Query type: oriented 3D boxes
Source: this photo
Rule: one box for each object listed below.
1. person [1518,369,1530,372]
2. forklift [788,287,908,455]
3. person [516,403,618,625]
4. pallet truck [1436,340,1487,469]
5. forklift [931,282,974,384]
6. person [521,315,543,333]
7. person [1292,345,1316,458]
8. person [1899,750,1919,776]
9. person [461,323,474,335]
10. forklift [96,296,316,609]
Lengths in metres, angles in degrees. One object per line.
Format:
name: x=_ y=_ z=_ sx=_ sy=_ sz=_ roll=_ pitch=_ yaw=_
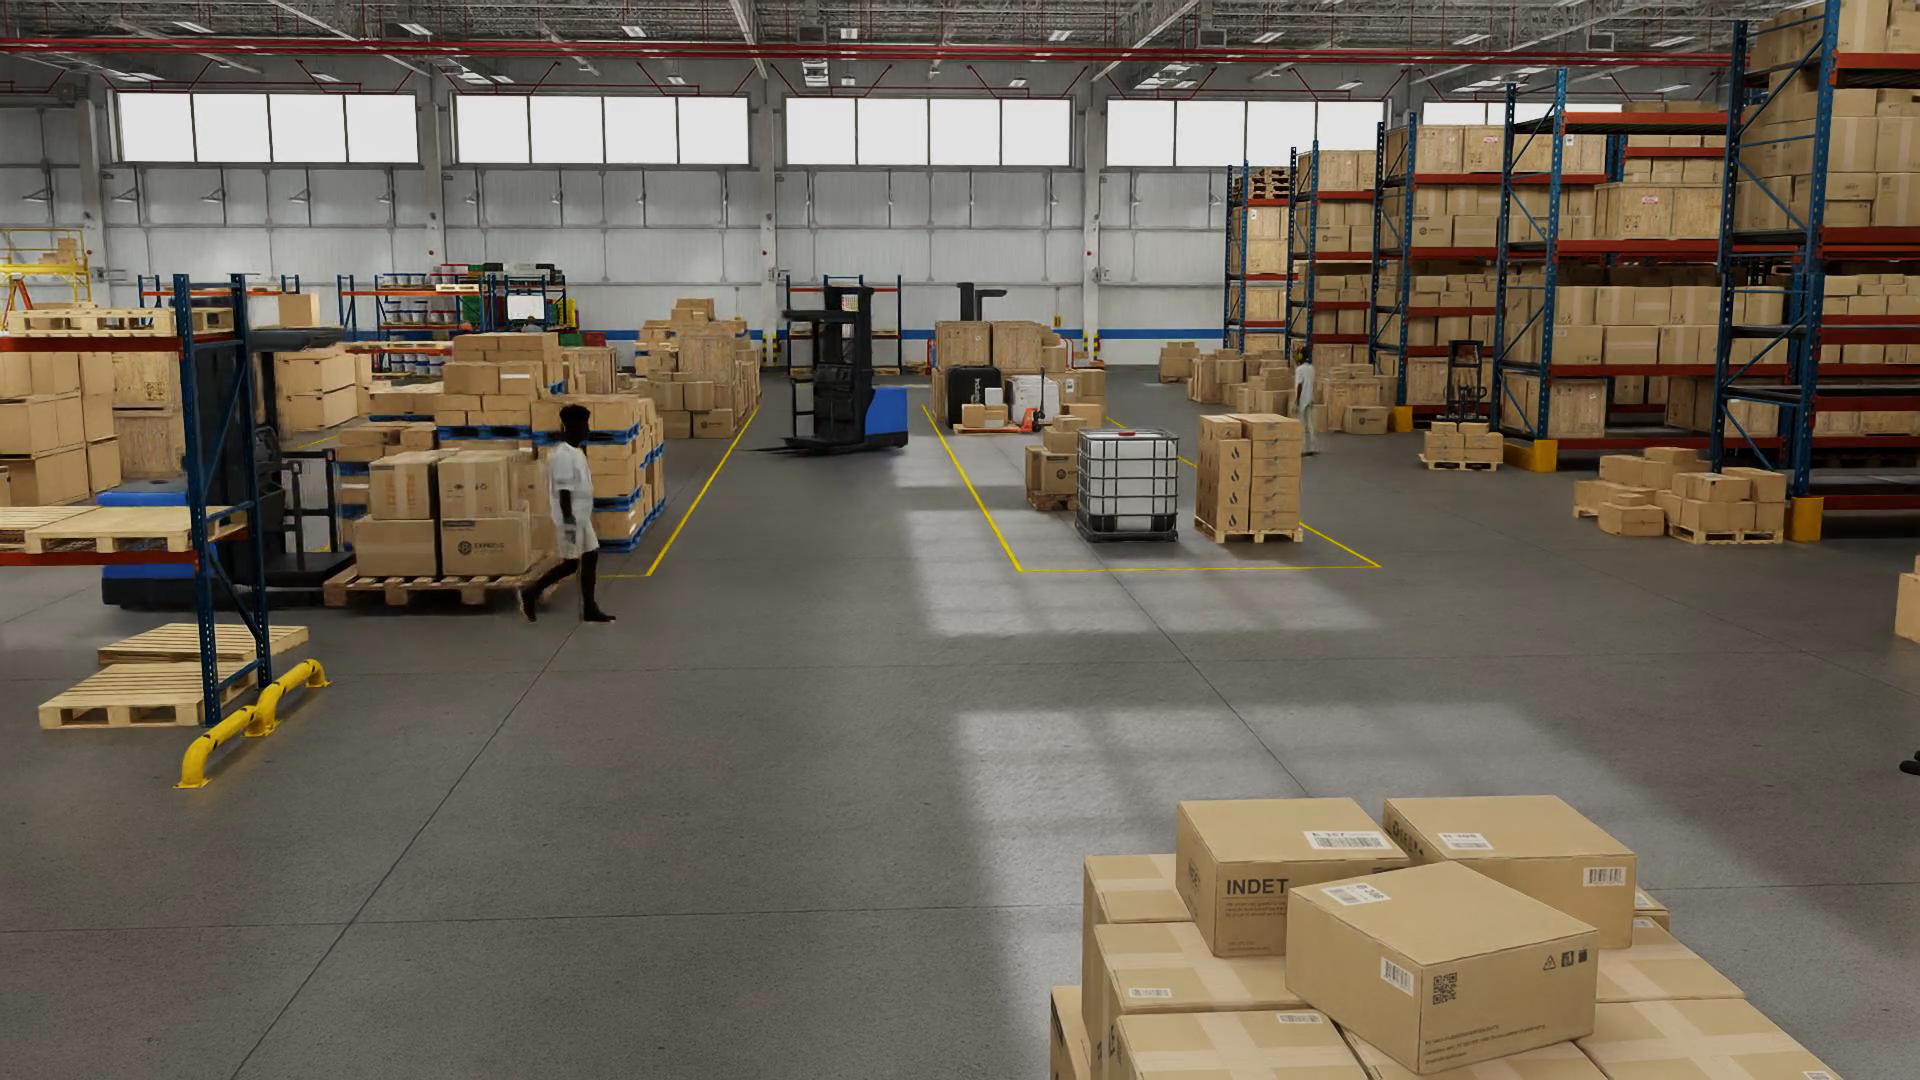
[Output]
person: x=10.467 y=-2.708 z=31.037 sx=0.848 sy=1.587 sz=0.540 roll=0 pitch=9 yaw=-1
forklift: x=-1.888 y=-2.948 z=28.544 sx=1.129 sy=2.768 sz=1.873 roll=9 pitch=13 yaw=44
person: x=-3.390 y=-0.205 z=14.262 sx=0.754 sy=1.942 sz=0.620 roll=1 pitch=9 yaw=5
pallet truck: x=8.004 y=-2.170 z=26.422 sx=0.823 sy=1.965 sz=1.885 roll=2 pitch=9 yaw=14
forklift: x=0.170 y=-5.571 z=45.011 sx=1.873 sy=2.768 sz=1.129 roll=-1 pitch=9 yaw=-4
person: x=-11.647 y=-5.149 z=45.304 sx=0.635 sy=1.938 sz=0.359 roll=-8 pitch=12 yaw=-41
person: x=5.690 y=-2.288 z=27.574 sx=0.310 sy=1.864 sz=0.534 roll=8 pitch=12 yaw=42
person: x=5.952 y=0.472 z=10.017 sx=0.543 sy=1.939 sz=0.359 roll=-8 pitch=12 yaw=-42
person: x=-11.527 y=-4.109 z=38.837 sx=0.438 sy=1.916 sz=0.568 roll=-4 pitch=10 yaw=-22
forklift: x=-6.819 y=-0.834 z=15.265 sx=1.873 sy=2.768 sz=1.129 roll=-1 pitch=9 yaw=-4
